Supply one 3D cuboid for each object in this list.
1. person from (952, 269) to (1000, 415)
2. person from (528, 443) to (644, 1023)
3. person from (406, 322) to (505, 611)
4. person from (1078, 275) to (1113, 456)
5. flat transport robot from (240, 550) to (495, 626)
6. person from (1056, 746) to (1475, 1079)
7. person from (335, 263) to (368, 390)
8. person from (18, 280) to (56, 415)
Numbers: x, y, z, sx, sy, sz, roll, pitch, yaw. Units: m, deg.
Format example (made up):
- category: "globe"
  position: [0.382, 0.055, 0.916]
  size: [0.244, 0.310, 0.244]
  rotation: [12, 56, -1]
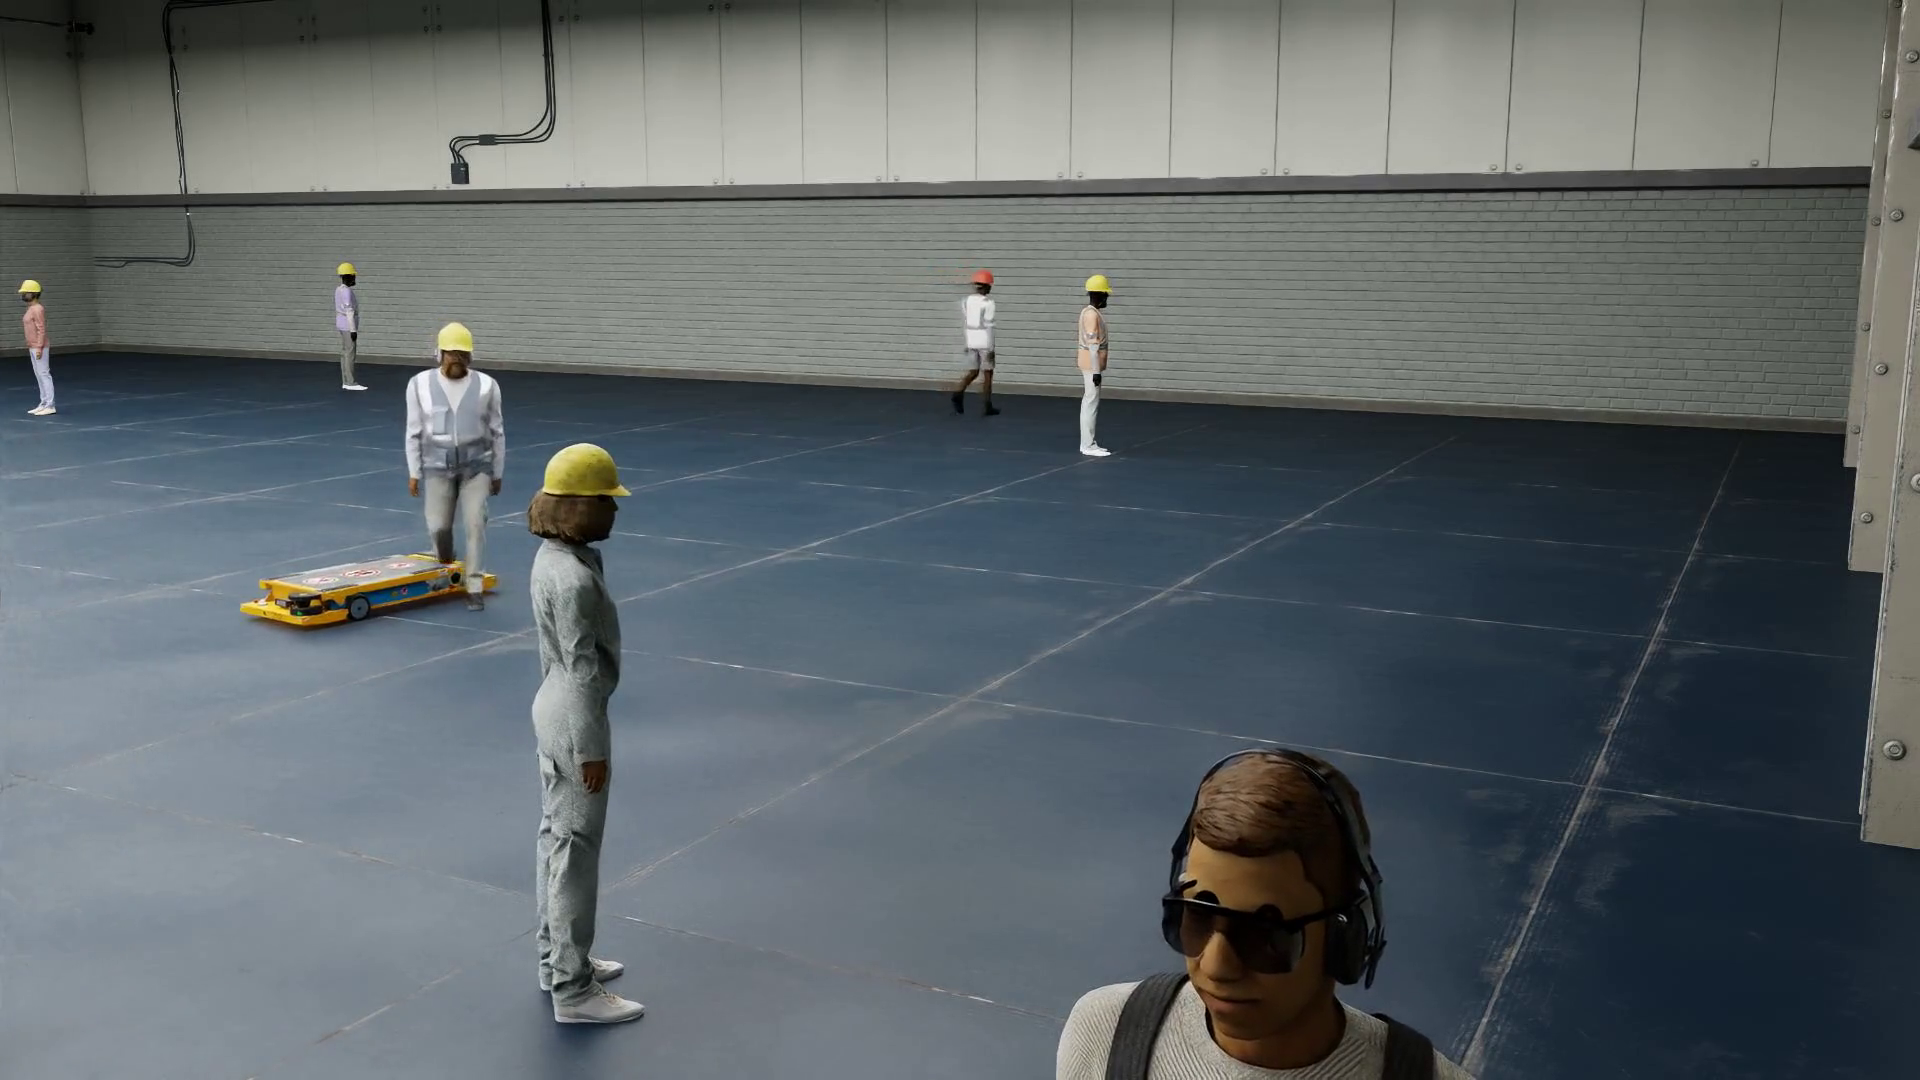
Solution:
- category: "person"
  position: [0.230, -2.556, 21.629]
  size: [0.554, 1.918, 0.656]
  rotation: [10, 14, 43]
- category: "person"
  position: [-1.135, 0.574, 5.029]
  size: [0.325, 1.740, 0.492]
  rotation: [-4, 11, -21]
- category: "person"
  position: [-3.188, -0.476, 10.549]
  size: [0.608, 1.816, 0.597]
  rotation: [-3, 11, -17]
- category: "person"
  position: [1.444, -1.861, 17.803]
  size: [0.366, 1.927, 0.588]
  rotation: [0, 10, 0]
- category: "flat transport robot"
  position: [-3.749, 0.290, 10.593]
  size: [0.652, 0.197, 1.431]
  rotation: [7, 13, 34]
- category: "person"
  position: [0.309, 1.112, 1.810]
  size: [0.505, 1.847, 0.344]
  rotation: [5, 12, 25]
- category: "person"
  position: [-9.295, -3.242, 25.325]
  size: [0.362, 1.930, 0.588]
  rotation: [-6, 12, -31]
- category: "person"
  position: [-12.129, -2.523, 21.843]
  size: [0.307, 1.772, 0.525]
  rotation: [-9, 13, -39]
